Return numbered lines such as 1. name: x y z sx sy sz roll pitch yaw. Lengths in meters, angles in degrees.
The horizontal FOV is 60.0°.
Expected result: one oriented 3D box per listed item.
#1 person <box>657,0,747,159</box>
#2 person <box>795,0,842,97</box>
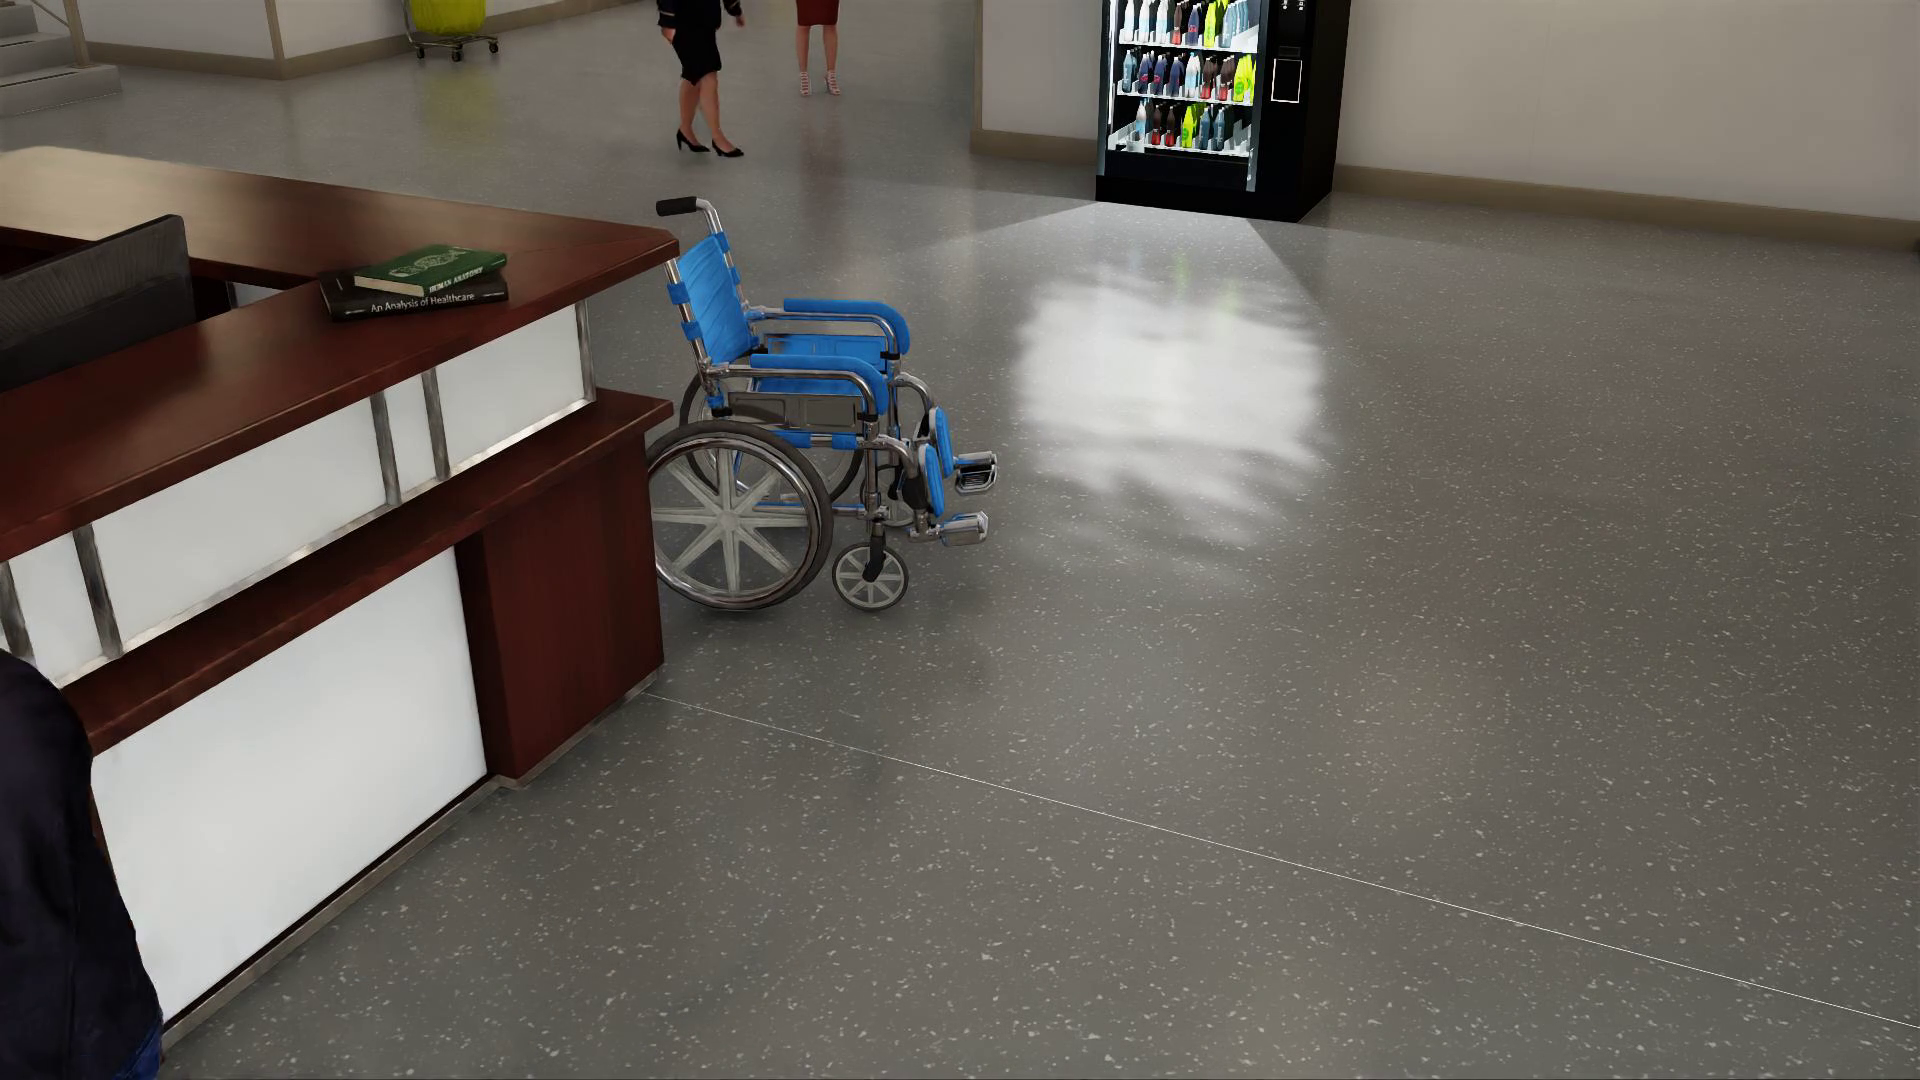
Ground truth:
1. person: -1.741 -3.260 10.543 0.876 1.649 0.748 14 29 26
2. person: -1.073 -4.228 12.433 0.645 1.751 0.727 -6 26 -13
